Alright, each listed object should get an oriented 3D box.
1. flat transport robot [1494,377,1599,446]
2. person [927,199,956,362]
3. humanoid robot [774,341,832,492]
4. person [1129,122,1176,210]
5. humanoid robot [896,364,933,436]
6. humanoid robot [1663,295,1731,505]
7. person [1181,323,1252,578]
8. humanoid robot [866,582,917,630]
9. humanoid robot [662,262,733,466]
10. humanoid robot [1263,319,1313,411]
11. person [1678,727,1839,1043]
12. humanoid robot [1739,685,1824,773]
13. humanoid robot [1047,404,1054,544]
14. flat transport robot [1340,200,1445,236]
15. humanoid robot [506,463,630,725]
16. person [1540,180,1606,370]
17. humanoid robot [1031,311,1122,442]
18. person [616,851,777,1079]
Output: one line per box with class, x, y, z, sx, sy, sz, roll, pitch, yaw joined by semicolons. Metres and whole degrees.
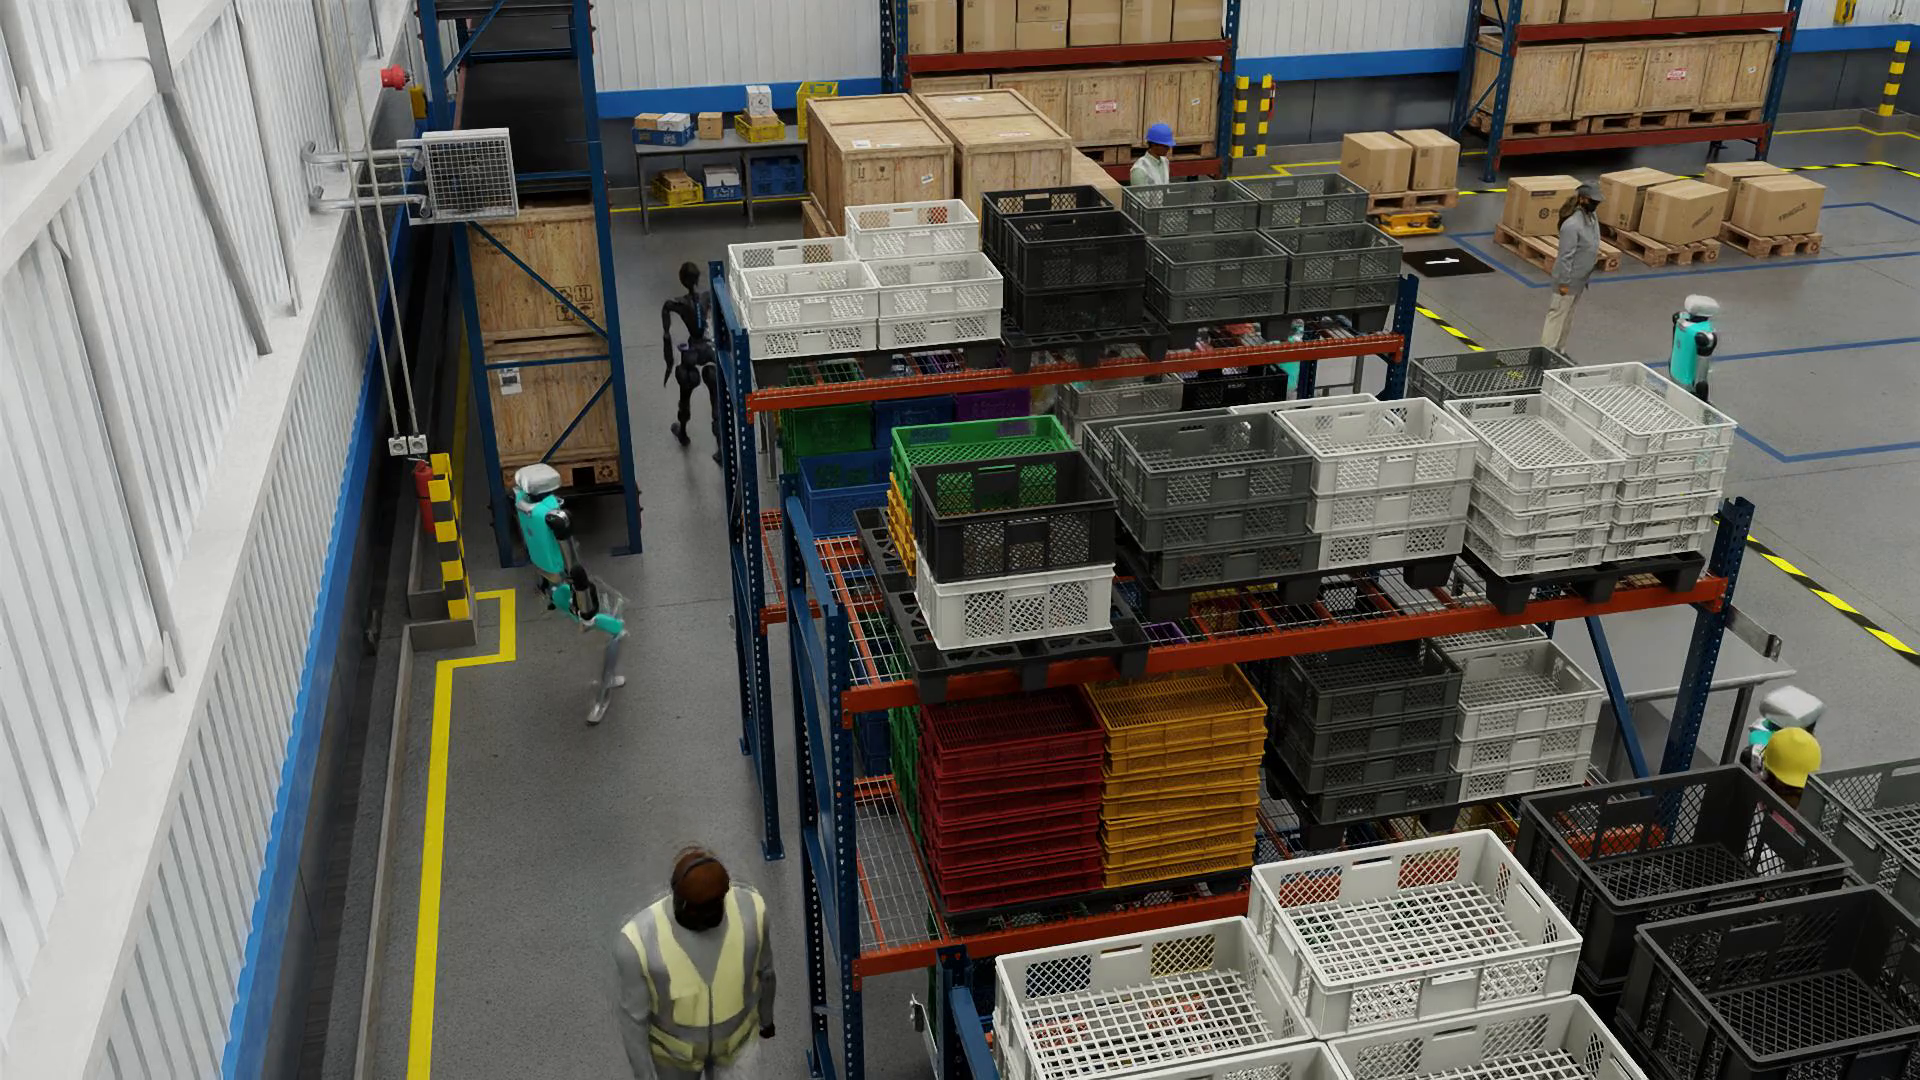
flat transport robot;4.780;-1.036;14.013;0.659;0.231;1.431;-6;28;-12
person;-0.138;-1.941;13.996;0.572;1.886;0.357;1;28;2
humanoid robot;-1.177;-0.942;12.346;0.687;1.636;0.589;12;30;22
person;1.838;-3.066;16.078;0.411;1.939;0.602;18;33;30
humanoid robot;-0.438;-0.359;11.126;0.948;1.739;0.546;-11;30;-20
humanoid robot;5.506;-0.938;12.281;0.835;1.794;0.535;-1;28;-2
person;1.716;-0.694;11.486;0.454;2.031;0.607;-10;30;-19
humanoid robot;-0.406;0.086;10.435;0.798;1.625;0.602;-7;29;-13
humanoid robot;-2.102;-1.451;13.321;0.584;1.625;0.758;-13;30;-23
humanoid robot;2.134;-0.966;12.307;0.982;1.719;0.540;23;36;37
person;3.491;1.595;7.342;0.591;1.832;0.404;1;28;3
humanoid robot;3.873;1.545;7.520;0.566;1.739;0.855;-23;36;-37
humanoid robot;0.522;-0.131;10.852;0.800;1.616;0.613;-7;29;-13
flat transport robot;4.991;-3.840;19.303;0.652;0.197;1.431;-6;28;-12
humanoid robot;-2.189;0.272;9.958;0.578;1.774;0.881;24;36;38
person;5.480;-2.368;14.928;0.394;1.767;0.574;20;34;33
humanoid robot;0.817;-1.264;12.927;1.004;1.762;0.566;-6;28;-11
person;-1.013;1.998;6.632;0.628;1.798;0.929;-8;29;-14
